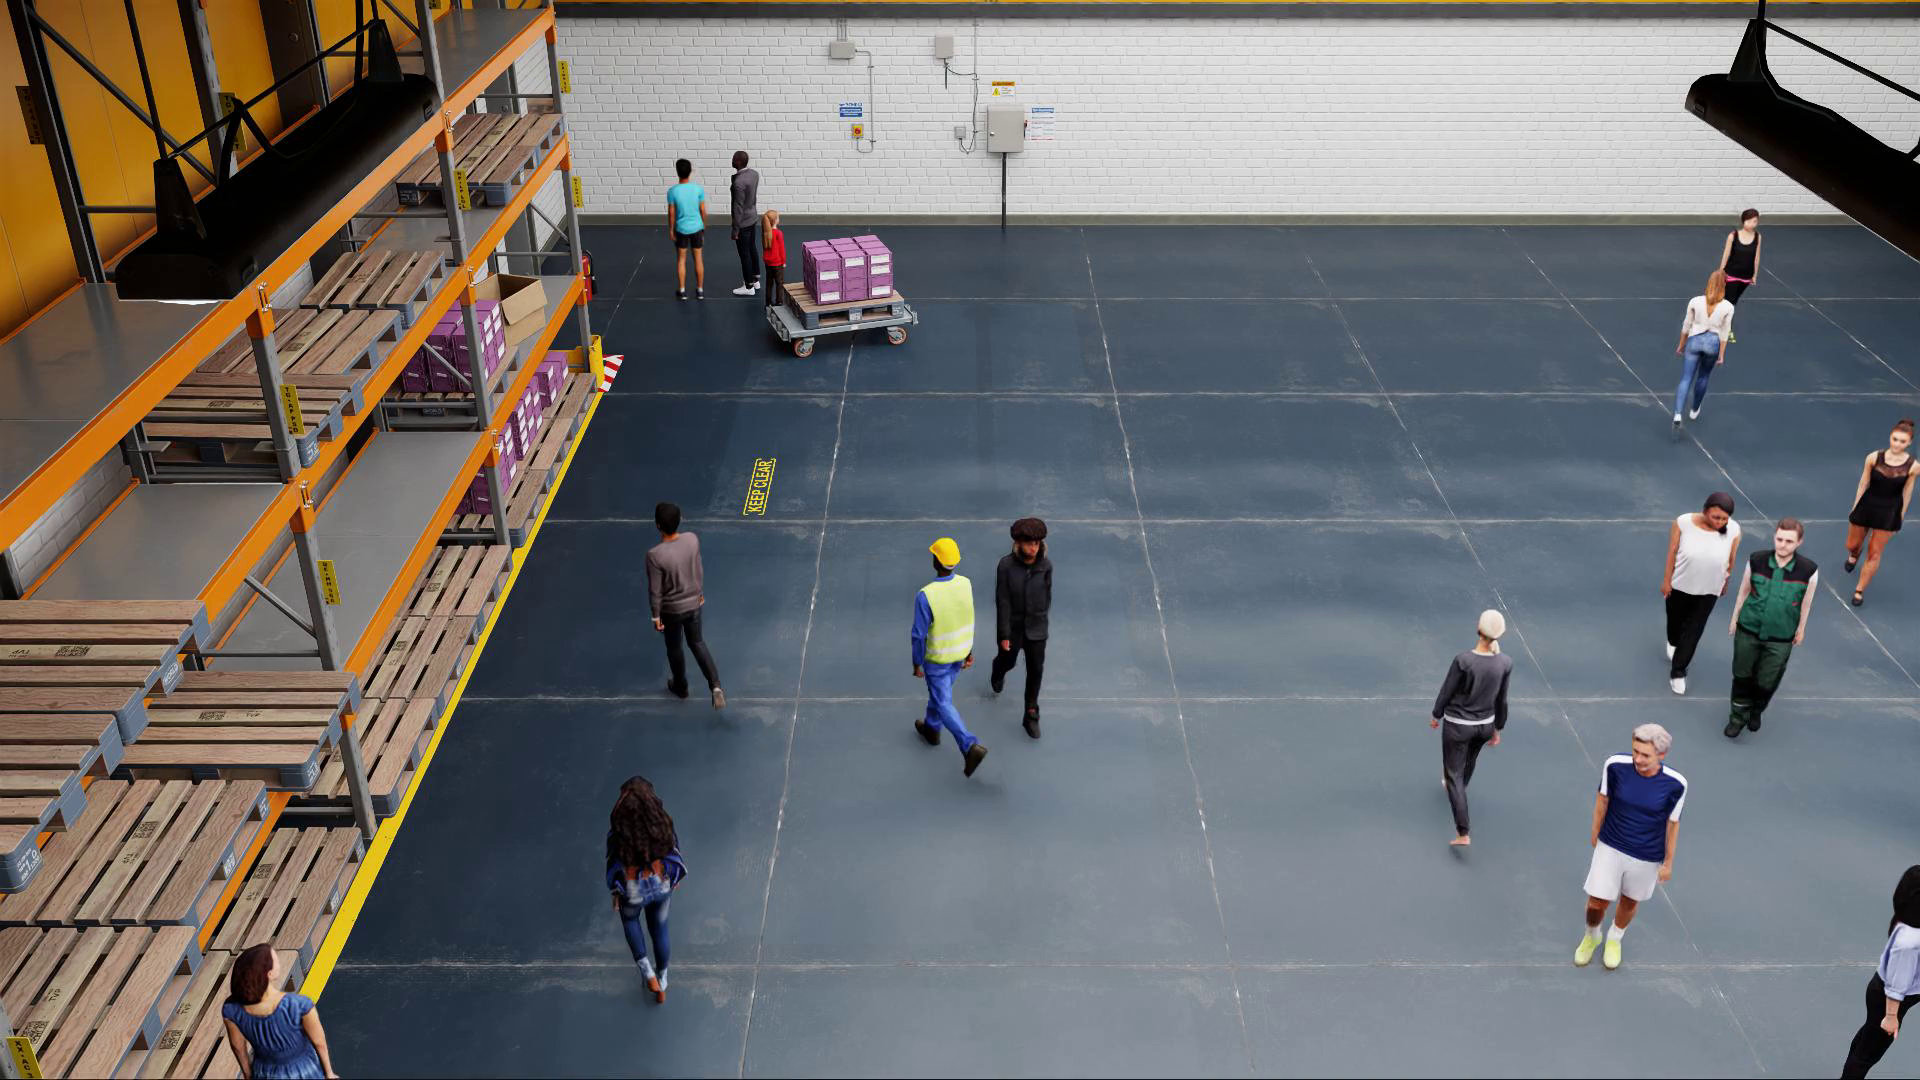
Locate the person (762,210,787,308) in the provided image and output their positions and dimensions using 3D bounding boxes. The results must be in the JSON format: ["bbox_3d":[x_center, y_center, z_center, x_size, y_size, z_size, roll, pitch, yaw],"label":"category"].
[{"bbox_3d":[-2.275,-3.409,20.349,0.569,1.282,0.622,22,35,34],"label":"person"}]

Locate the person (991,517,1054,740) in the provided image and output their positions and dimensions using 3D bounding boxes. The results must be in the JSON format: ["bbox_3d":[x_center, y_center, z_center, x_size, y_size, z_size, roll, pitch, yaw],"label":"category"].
[{"bbox_3d":[0.437,0.595,12.508,0.755,1.761,1.084,-7,29,-13],"label":"person"}]

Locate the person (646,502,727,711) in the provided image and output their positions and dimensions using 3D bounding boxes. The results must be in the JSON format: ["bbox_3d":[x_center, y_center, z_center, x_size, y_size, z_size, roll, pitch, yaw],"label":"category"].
[{"bbox_3d":[-2.079,0.534,12.627,0.983,1.754,1.079,-14,32,-24],"label":"person"}]

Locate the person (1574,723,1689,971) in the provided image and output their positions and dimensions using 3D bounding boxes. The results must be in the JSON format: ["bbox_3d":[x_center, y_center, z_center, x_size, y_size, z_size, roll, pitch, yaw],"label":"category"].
[{"bbox_3d":[4.117,1.831,10.185,0.762,1.814,0.782,12,31,20],"label":"person"}]

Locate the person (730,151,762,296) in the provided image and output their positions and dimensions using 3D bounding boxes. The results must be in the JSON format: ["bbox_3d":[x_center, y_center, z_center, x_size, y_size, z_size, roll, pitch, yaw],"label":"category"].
[{"bbox_3d":[-2.682,-3.982,20.839,0.843,1.818,0.660,9,30,16],"label":"person"}]

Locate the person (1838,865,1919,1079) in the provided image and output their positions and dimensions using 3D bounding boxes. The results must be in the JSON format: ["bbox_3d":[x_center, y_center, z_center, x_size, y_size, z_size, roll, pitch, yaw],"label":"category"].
[{"bbox_3d":[5.074,2.486,9.061,0.794,1.743,0.707,21,35,33],"label":"person"}]

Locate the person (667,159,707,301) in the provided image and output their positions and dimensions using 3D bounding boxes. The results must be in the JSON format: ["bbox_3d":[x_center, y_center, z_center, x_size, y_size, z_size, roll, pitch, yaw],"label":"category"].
[{"bbox_3d":[-3.338,-3.836,20.621,0.690,1.771,0.680,-8,30,-15],"label":"person"}]

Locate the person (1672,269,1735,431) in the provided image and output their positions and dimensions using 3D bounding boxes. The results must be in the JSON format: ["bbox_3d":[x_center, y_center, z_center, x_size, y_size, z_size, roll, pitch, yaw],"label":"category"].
[{"bbox_3d":[7.663,-1.933,17.215,0.938,1.691,1.175,14,31,23],"label":"person"}]

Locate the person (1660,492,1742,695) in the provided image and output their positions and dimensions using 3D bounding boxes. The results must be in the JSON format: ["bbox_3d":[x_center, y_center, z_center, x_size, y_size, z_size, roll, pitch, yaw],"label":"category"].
[{"bbox_3d":[5.799,0.316,13.141,0.940,1.644,1.171,11,31,20],"label":"person"}]

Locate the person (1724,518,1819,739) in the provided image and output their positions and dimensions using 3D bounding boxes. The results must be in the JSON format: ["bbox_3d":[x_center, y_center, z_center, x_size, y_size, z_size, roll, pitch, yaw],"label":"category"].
[{"bbox_3d":[6.005,0.640,12.352,0.800,1.832,0.846,17,33,29],"label":"person"}]

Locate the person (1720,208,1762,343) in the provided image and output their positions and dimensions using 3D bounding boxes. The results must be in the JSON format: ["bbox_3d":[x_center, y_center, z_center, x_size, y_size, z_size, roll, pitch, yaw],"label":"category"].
[{"bbox_3d":[9.182,-3.168,19.668,0.573,1.511,1.010,2,29,3],"label":"person"}]

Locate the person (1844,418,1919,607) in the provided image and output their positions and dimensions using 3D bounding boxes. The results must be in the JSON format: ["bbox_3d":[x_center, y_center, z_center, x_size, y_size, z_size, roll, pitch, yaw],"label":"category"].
[{"bbox_3d":[7.855,-0.270,14.195,0.804,1.664,0.927,16,33,27],"label":"person"}]

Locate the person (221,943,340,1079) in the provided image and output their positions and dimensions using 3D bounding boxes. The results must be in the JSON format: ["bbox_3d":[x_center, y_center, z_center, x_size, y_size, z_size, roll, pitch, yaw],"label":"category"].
[{"bbox_3d":[-3.392,2.781,8.451,0.671,1.808,0.578,-2,29,-3],"label":"person"}]

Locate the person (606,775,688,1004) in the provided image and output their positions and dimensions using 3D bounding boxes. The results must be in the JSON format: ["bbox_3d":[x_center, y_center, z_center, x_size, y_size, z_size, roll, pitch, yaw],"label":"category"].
[{"bbox_3d":[-1.859,2.119,9.871,0.719,1.611,0.722,-10,30,-17],"label":"person"}]

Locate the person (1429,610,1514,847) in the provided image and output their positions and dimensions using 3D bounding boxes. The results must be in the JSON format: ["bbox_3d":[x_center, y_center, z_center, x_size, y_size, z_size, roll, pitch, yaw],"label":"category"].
[{"bbox_3d":[3.480,1.285,11.305,0.686,1.701,1.091,-3,29,-6],"label":"person"}]

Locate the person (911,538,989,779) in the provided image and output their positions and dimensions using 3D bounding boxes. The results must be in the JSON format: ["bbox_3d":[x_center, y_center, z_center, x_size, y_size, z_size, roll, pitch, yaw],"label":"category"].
[{"bbox_3d":[-0.062,0.860,12.001,1.085,1.782,1.236,-20,35,-32],"label":"person"}]
